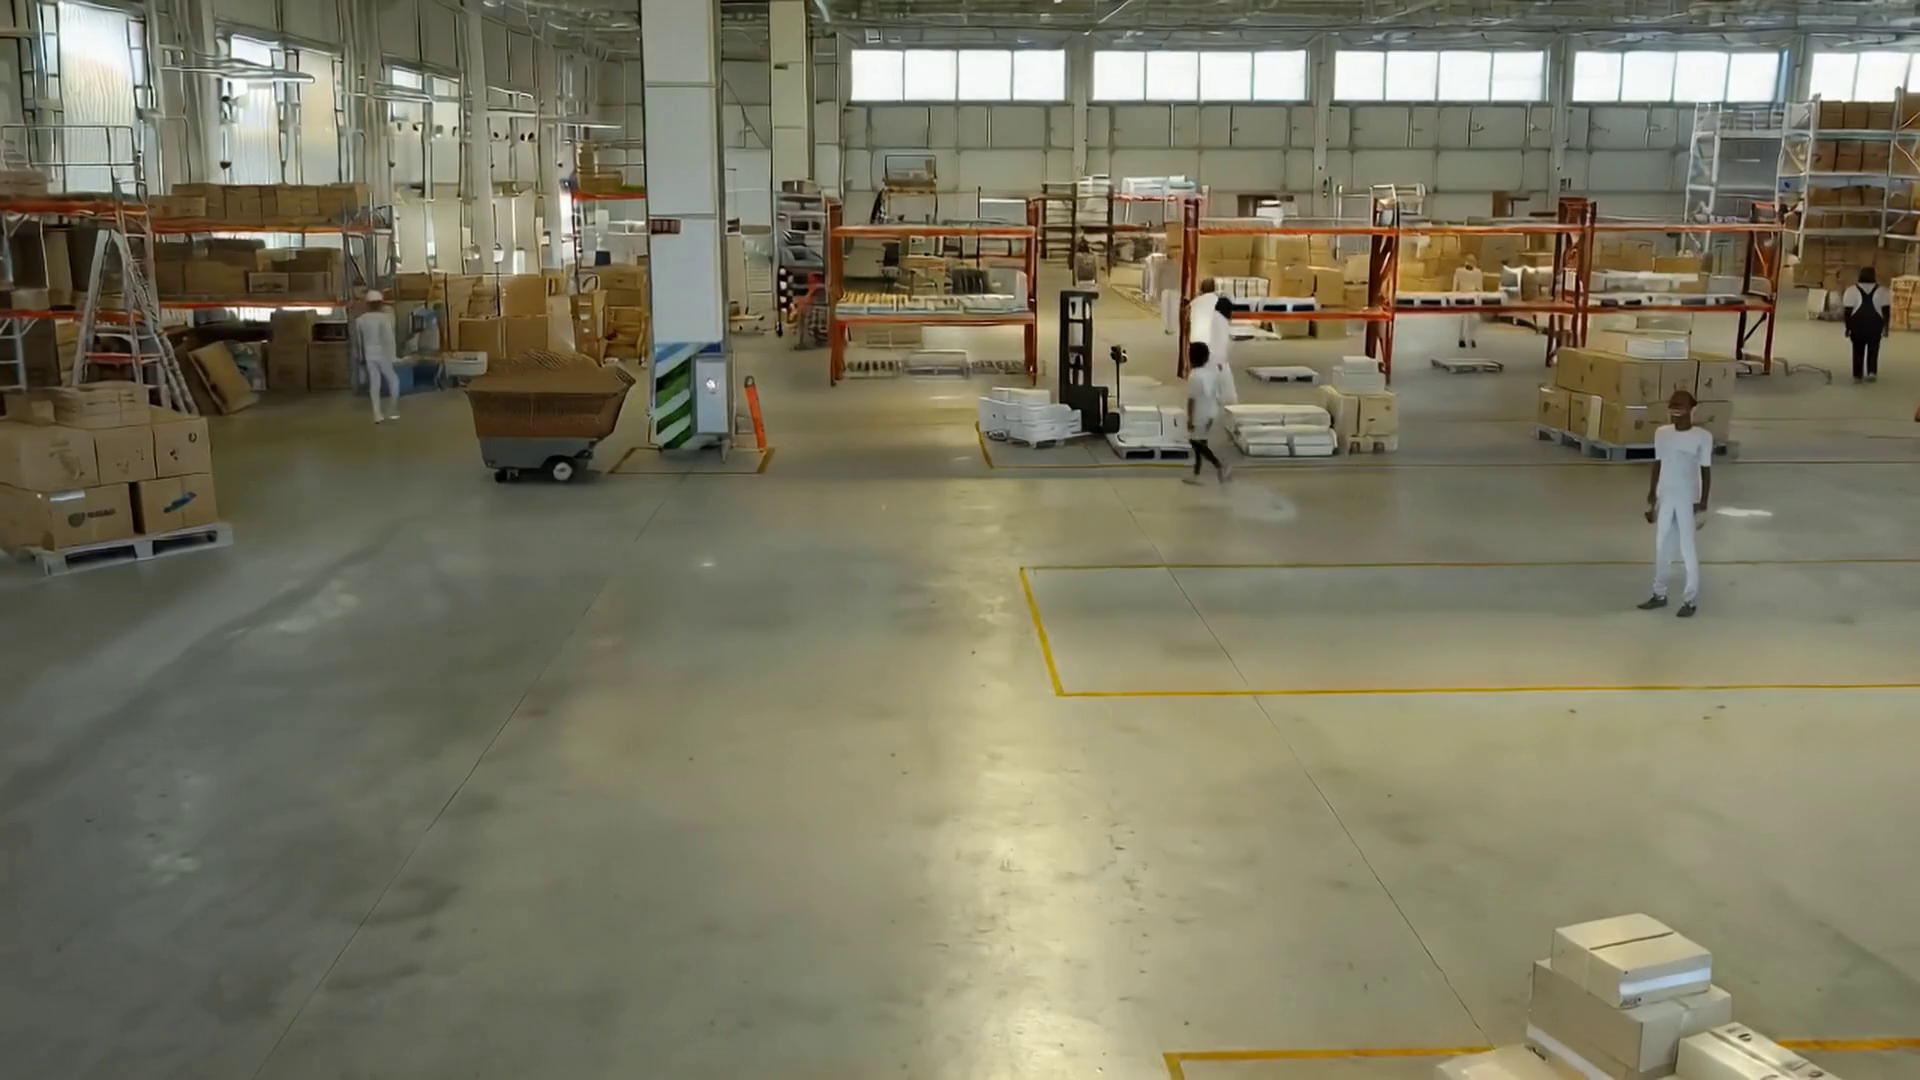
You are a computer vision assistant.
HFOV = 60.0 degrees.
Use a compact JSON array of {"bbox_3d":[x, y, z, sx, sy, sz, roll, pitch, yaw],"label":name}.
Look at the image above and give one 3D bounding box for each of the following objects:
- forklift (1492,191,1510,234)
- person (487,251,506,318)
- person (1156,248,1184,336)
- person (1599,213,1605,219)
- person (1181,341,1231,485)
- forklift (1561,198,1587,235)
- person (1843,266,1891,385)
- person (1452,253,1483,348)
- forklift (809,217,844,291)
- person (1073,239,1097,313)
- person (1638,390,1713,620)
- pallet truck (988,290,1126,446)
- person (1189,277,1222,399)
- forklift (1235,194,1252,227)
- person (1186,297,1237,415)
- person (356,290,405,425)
[{"bbox_3d":[20.362,-11.777,62.892,1.873,2.768,1.129,0,12,-2],"label":"forklift"},{"bbox_3d":[-11.432,-6.267,40.866,0.526,1.631,0.319,11,17,41],"label":"person"},{"bbox_3d":[4.624,-5.487,36.709,0.635,1.916,0.855,-1,13,-3],"label":"person"},{"bbox_3d":[25.939,-12.295,67.474,0.613,1.895,0.875,4,13,19],"label":"person"},{"bbox_3d":[2.807,-1.410,18.846,0.642,1.676,0.534,11,16,40],"label":"person"},{"bbox_3d":[17.204,-8.212,46.797,1.873,2.768,1.129,0,12,-2],"label":"forklift"},{"bbox_3d":[15.338,-3.657,28.145,0.754,2.000,0.782,7,14,28],"label":"person"},{"bbox_3d":[10.340,-4.857,33.845,0.646,1.910,0.750,0,12,0],"label":"person"},{"bbox_3d":[-4.375,-8.619,48.637,1.873,2.768,1.129,0,12,-2],"label":"forklift"},{"bbox_3d":[3.129,-6.561,41.561,0.599,1.906,0.759,0,12,2],"label":"person"},{"bbox_3d":[5.778,-0.290,13.381,0.367,1.856,0.534,-8,15,-33],"label":"person"},{"bbox_3d":[1.257,-2.299,22.111,1.885,1.965,0.823,-9,15,-35],"label":"pallet truck"},{"bbox_3d":[3.870,-3.158,26.137,0.628,1.935,0.373,-6,14,-25],"label":"person"},{"bbox_3d":[9.319,-9.986,54.809,1.873,2.768,1.129,0,12,-2],"label":"forklift"},{"bbox_3d":[3.748,-2.640,24.187,0.982,1.773,0.652,-2,13,-9],"label":"person"},{"bbox_3d":[-8.236,-2.605,23.702,0.615,1.904,0.656,3,13,13],"label":"person"}]
